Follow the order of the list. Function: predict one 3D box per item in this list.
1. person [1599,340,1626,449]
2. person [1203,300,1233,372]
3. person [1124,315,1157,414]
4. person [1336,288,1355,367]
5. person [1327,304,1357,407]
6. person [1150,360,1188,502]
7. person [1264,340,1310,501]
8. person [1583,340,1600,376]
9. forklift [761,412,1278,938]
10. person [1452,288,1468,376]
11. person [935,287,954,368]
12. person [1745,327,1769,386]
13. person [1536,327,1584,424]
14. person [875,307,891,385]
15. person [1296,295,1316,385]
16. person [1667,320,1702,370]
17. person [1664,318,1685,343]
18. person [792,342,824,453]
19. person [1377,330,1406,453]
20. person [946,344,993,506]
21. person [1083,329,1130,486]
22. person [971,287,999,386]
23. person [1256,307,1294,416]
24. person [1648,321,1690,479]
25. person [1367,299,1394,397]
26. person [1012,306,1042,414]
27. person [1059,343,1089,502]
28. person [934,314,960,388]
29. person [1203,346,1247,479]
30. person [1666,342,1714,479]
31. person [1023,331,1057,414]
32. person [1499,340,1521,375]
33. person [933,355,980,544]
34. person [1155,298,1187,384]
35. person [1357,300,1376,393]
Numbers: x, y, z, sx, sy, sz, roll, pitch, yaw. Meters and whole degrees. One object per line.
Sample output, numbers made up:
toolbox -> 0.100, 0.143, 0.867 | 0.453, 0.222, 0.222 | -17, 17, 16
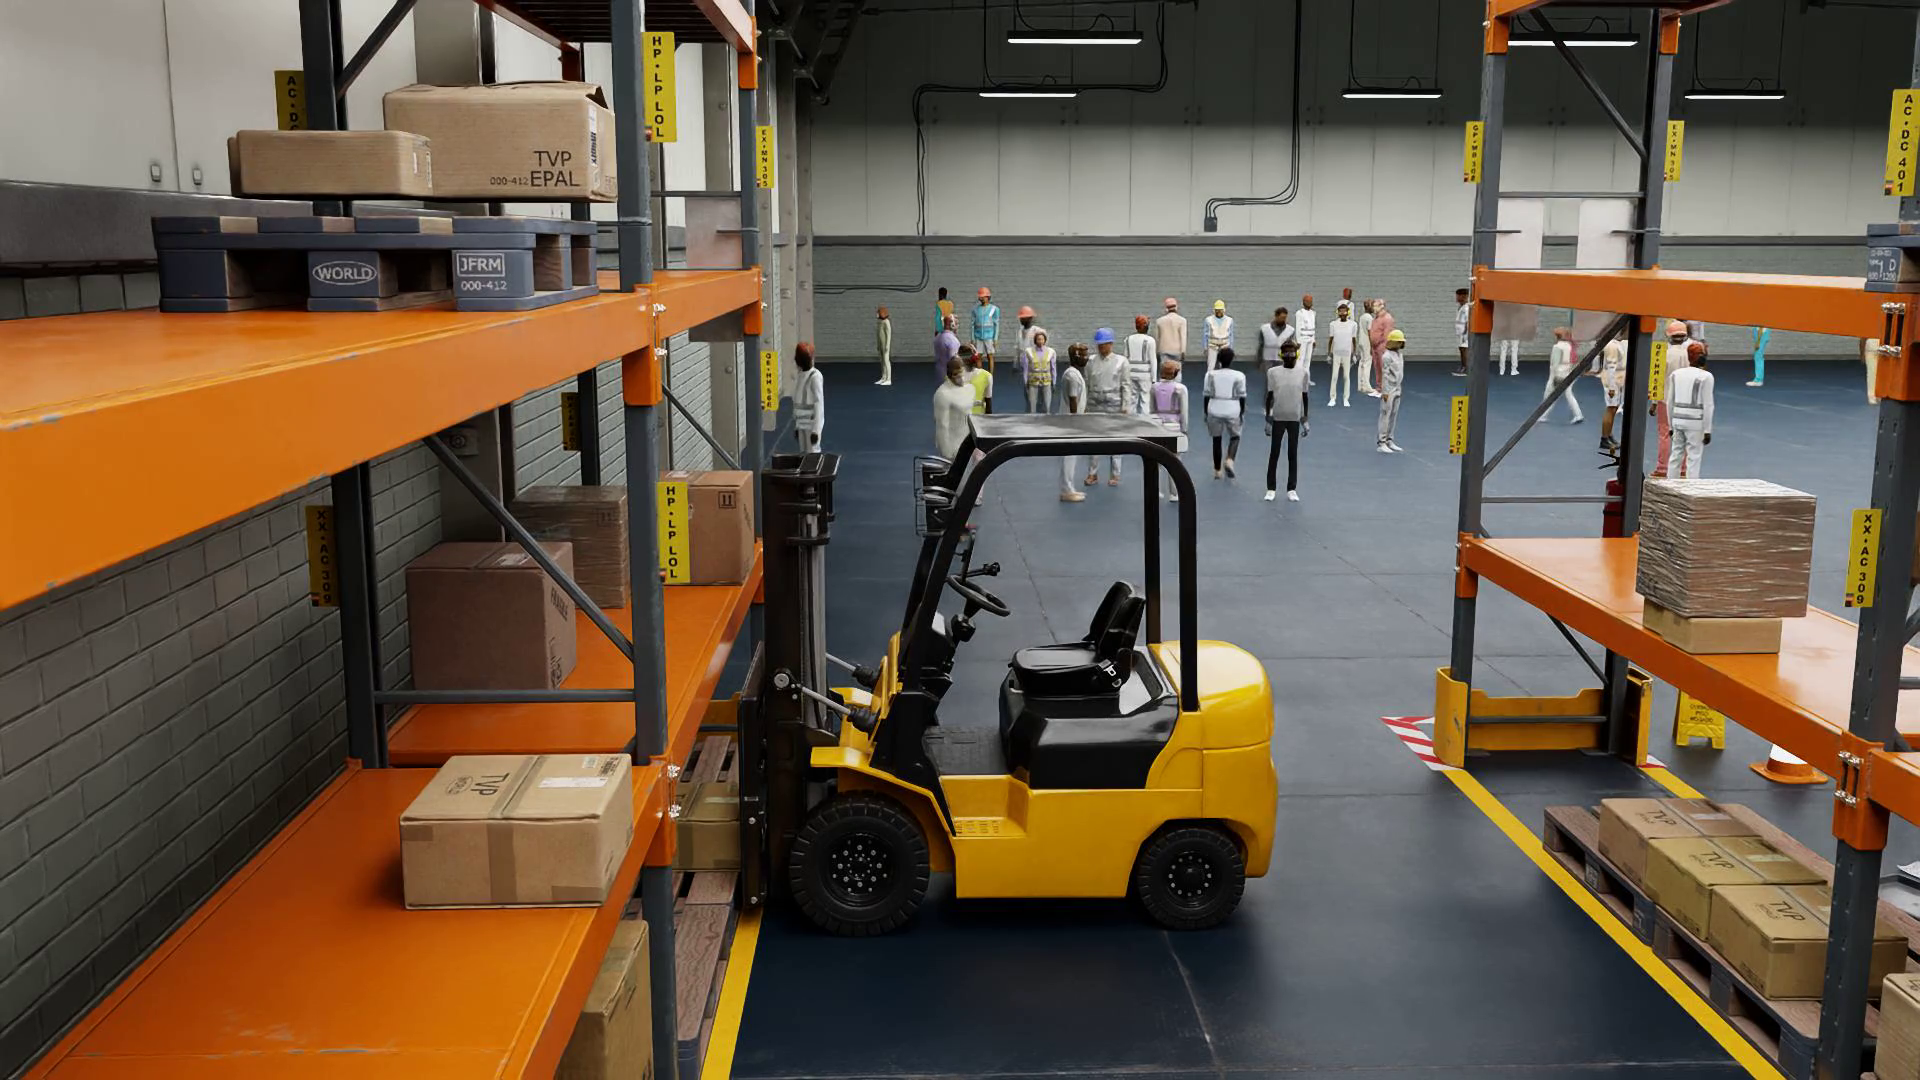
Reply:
person -> 9.467, -2.260, 23.997 | 0.389, 1.923, 0.546 | 6, 12, 28
person -> 5.133, -3.844, 33.050 | 0.600, 1.831, 0.404 | 0, 10, 0
person -> 2.736, -2.442, 25.105 | 0.574, 1.883, 0.356 | 9, 14, 42
person -> 9.241, -5.097, 39.927 | 0.367, 1.877, 0.581 | -6, 12, -30
person -> 6.944, -3.353, 30.219 | 0.538, 1.869, 0.313 | 3, 11, 14
person -> 2.402, -1.256, 19.200 | 0.515, 1.632, 0.312 | 8, 13, 39
person -> 3.780, -1.378, 19.212 | 0.515, 1.872, 0.333 | 1, 10, 8
person -> 14.221, -4.646, 37.244 | 0.370, 1.934, 0.627 | 6, 12, 31
forklift -> 0.291, 0.548, 7.580 | 2.313, 2.155, 1.214 | 0, 10, -2
person -> 11.203, -4.641, 37.209 | 0.499, 1.952, 0.644 | 1, 10, 3
person -> -0.361, -5.011, 39.359 | 0.390, 1.911, 0.585 | 7, 12, 35
person -> 16.598, -4.110, 34.545 | 0.361, 1.834, 0.519 | 6, 12, 29
person -> 9.916, -2.708, 27.376 | 0.530, 1.599, 0.847 | -9, 13, -40
person -> -1.608, -4.060, 34.813 | 0.265, 1.632, 0.508 | -5, 11, -24
person -> 7.198, -4.145, 34.589 | 0.585, 1.882, 0.344 | -9, 14, -41
person -> 10.769, -2.353, 24.772 | 0.555, 1.822, 0.564 | 1, 10, 7
person -> 15.256, -4.287, 35.496 | 0.429, 1.842, 0.633 | 1, 10, 4
person -> -1.692, -1.269, 18.560 | 0.337, 1.883, 0.583 | -5, 11, -25
person -> 6.173, -2.119, 23.694 | 0.319, 1.742, 0.492 | 9, 13, 40
person -> 0.094, -1.305, 18.879 | 0.563, 1.843, 0.390 | 3, 11, 17
person -> 1.779, -1.615, 20.395 | 0.632, 1.929, 0.416 | 4, 11, 23
person -> 0.506, -4.218, 34.552 | 0.607, 2.044, 0.378 | 3, 11, 18
person -> 5.400, -3.040, 28.463 | 0.611, 1.871, 0.782 | 0, 10, -1
person -> 8.975, -1.750, 20.935 | 0.622, 1.992, 0.396 | -2, 10, -9
person -> 8.085, -3.694, 32.061 | 0.400, 1.898, 0.636 | -2, 10, -13
person -> 1.131, -2.940, 27.781 | 0.437, 1.925, 0.554 | -9, 14, -41
person -> 1.312, -1.353, 19.182 | 0.344, 1.838, 0.501 | 0, 10, 1
person -> -0.152, -2.458, 25.156 | 0.399, 1.900, 0.644 | -4, 11, -22
person -> 3.311, -1.583, 20.855 | 0.552, 1.688, 0.437 | 3, 10, 14
person -> 8.104, -1.251, 18.469 | 0.358, 1.882, 0.574 | -5, 11, -24
person -> 1.219, -2.384, 25.492 | 0.517, 1.631, 0.316 | 0, 10, -2
person -> 12.413, -4.688, 37.517 | 0.597, 1.918, 0.383 | 5, 12, 28
person -> -0.026, -0.903, 16.517 | 0.421, 1.890, 0.798 | 5, 11, 27
person -> 3.897, -3.477, 30.692 | 0.642, 1.934, 0.962 | 4, 11, 21
person -> 8.099, -3.844, 33.021 | 0.345, 1.846, 0.508 | -2, 10, -9
